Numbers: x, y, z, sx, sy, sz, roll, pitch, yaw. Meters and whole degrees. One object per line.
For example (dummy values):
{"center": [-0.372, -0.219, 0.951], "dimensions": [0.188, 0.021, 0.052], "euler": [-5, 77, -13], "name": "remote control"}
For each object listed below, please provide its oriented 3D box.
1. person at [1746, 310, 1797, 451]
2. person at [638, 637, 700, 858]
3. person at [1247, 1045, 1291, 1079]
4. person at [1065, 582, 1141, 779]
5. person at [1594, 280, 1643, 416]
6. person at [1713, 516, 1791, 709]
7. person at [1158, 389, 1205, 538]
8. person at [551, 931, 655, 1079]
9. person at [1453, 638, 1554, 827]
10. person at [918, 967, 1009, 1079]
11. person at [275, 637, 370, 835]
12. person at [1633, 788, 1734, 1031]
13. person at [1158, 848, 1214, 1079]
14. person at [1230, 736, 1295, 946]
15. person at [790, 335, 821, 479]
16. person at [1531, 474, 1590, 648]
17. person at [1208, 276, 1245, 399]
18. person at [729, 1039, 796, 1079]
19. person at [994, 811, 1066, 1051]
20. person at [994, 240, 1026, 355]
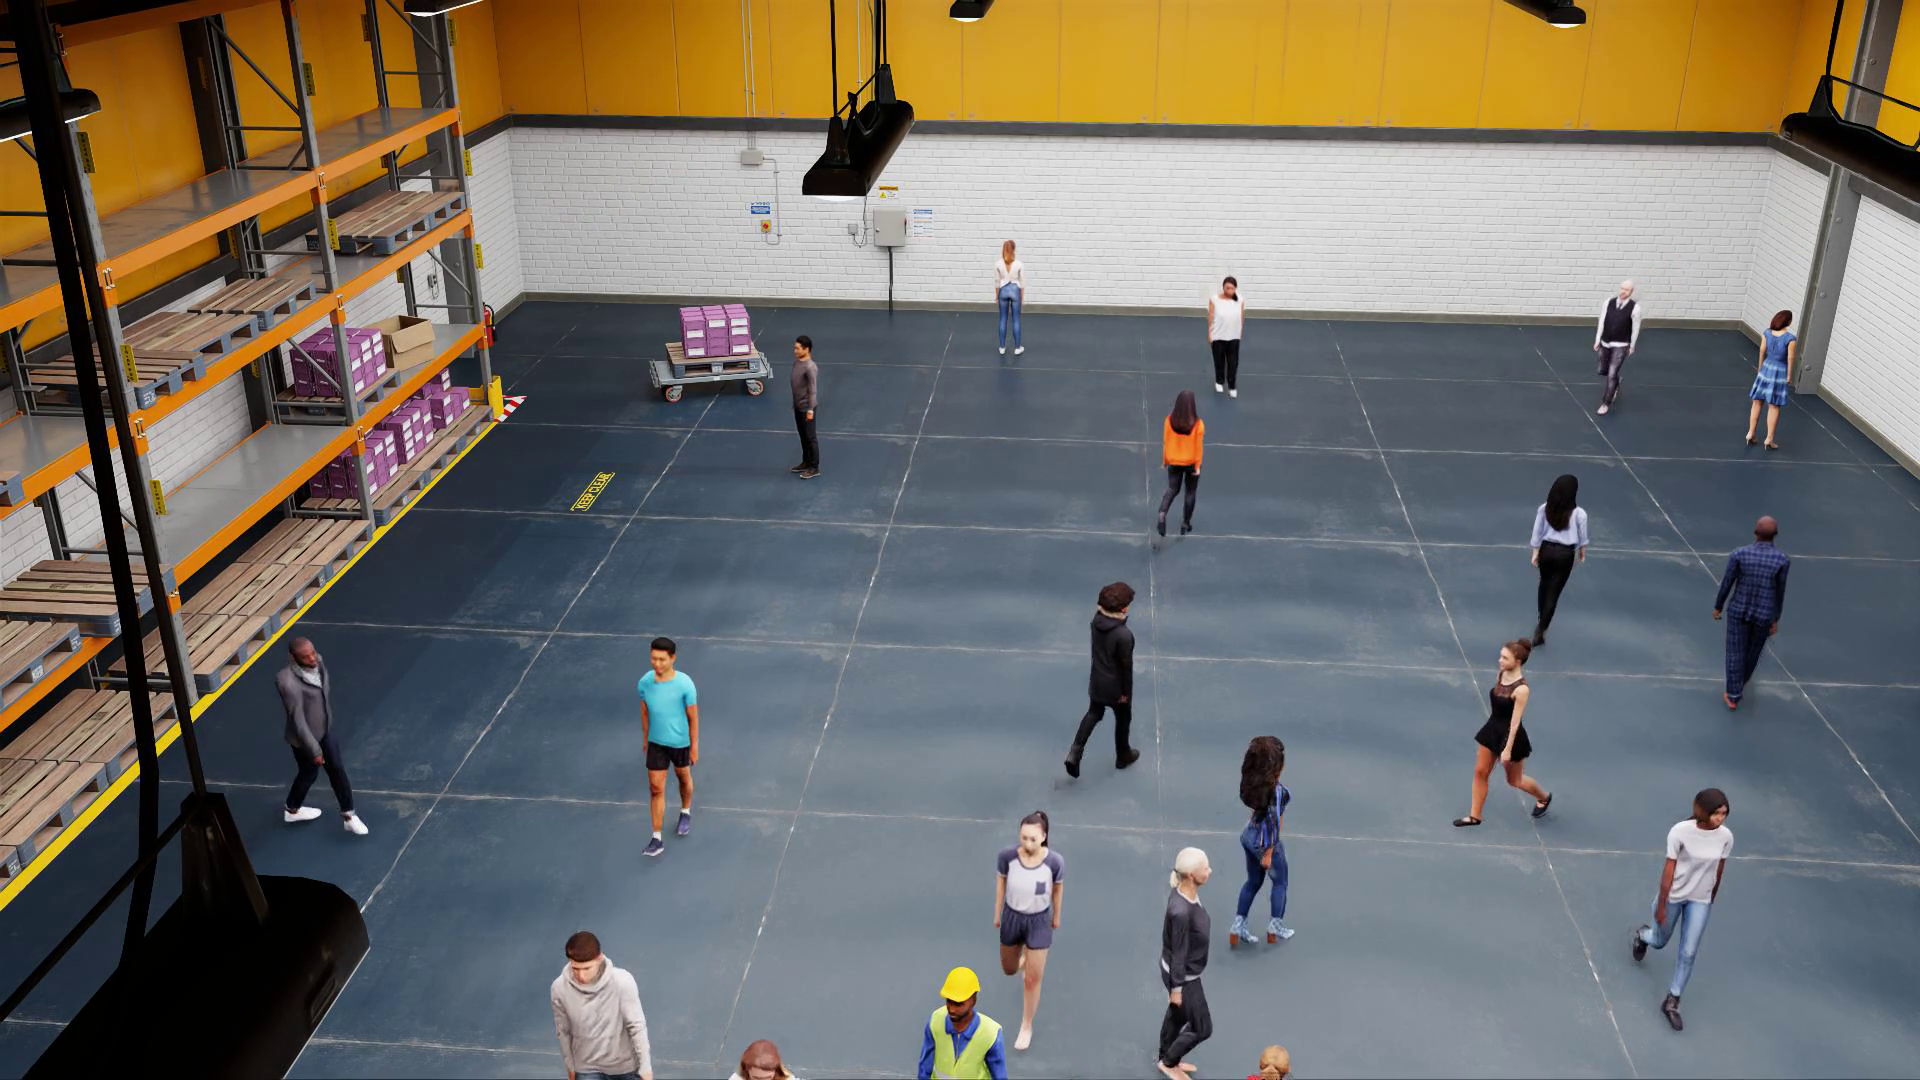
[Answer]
{"center": [10.316, -2.041, 21.092], "dimensions": [0.817, 1.804, 0.725], "euler": [-14, 27, -29], "name": "person"}
{"center": [-2.229, 1.528, 12.988], "dimensions": [0.663, 1.754, 0.951], "euler": [3, 24, 7], "name": "person"}
{"center": [1.745, 3.382, 9.342], "dimensions": [0.589, 1.278, 0.639], "euler": [12, 26, 25], "name": "person"}
{"center": [1.195, 1.183, 13.773], "dimensions": [1.140, 1.758, 1.028], "euler": [-21, 31, -40], "name": "person"}
{"center": [8.857, -2.618, 22.415], "dimensions": [1.085, 1.801, 1.175], "euler": [22, 32, 40], "name": "person"}
{"center": [7.088, 0.673, 14.902], "dimensions": [0.833, 1.789, 1.057], "euler": [8, 25, 18], "name": "person"}
{"center": [2.430, -0.807, 18.356], "dimensions": [0.880, 1.733, 1.061], "euler": [14, 27, 29], "name": "person"}
{"center": [-2.014, 2.953, 9.634], "dimensions": [0.791, 1.830, 1.139], "euler": [-2, 24, -6], "name": "person"}
{"center": [4.361, 1.550, 13.065], "dimensions": [0.858, 1.653, 1.035], "euler": [-5, 24, -12], "name": "person"}
{"center": [0.017, 3.138, 9.232], "dimensions": [0.728, 1.813, 0.672], "euler": [8, 25, 19], "name": "person"}
{"center": [-5.133, 1.511, 13.017], "dimensions": [0.985, 1.762, 1.064], "euler": [5, 24, 12], "name": "person"}
{"center": [4.813, 2.369, 11.134], "dimensions": [0.603, 1.699, 1.002], "euler": [2, 24, 4], "name": "person"}
{"center": [1.323, 2.672, 10.422], "dimensions": [0.702, 1.714, 0.533], "euler": [4, 24, 8], "name": "person"}
{"center": [2.101, 2.169, 11.738], "dimensions": [0.827, 1.580, 0.767], "euler": [-3, 24, -6], "name": "person"}
{"center": [-1.867, -1.629, 20.195], "dimensions": [0.775, 1.766, 0.668], "euler": [7, 25, 16], "name": "person"}
{"center": [5.709, 0.229, 16.004], "dimensions": [0.894, 1.719, 1.013], "euler": [16, 28, 32], "name": "person"}
{"center": [3.693, -2.863, 23.147], "dimensions": [0.697, 1.663, 0.878], "euler": [0, 24, 0], "name": "person"}
{"center": [-1.023, 3.304, 9.068], "dimensions": [0.630, 1.641, 1.124], "euler": [2, 24, 5], "name": "person"}
{"center": [0.448, 2.487, 10.948], "dimensions": [0.720, 1.631, 0.979], "euler": [6, 24, 13], "name": "person"}
{"center": [0.742, -3.632, 24.836], "dimensions": [0.629, 1.719, 0.553], "euler": [5, 24, 11], "name": "person"}
